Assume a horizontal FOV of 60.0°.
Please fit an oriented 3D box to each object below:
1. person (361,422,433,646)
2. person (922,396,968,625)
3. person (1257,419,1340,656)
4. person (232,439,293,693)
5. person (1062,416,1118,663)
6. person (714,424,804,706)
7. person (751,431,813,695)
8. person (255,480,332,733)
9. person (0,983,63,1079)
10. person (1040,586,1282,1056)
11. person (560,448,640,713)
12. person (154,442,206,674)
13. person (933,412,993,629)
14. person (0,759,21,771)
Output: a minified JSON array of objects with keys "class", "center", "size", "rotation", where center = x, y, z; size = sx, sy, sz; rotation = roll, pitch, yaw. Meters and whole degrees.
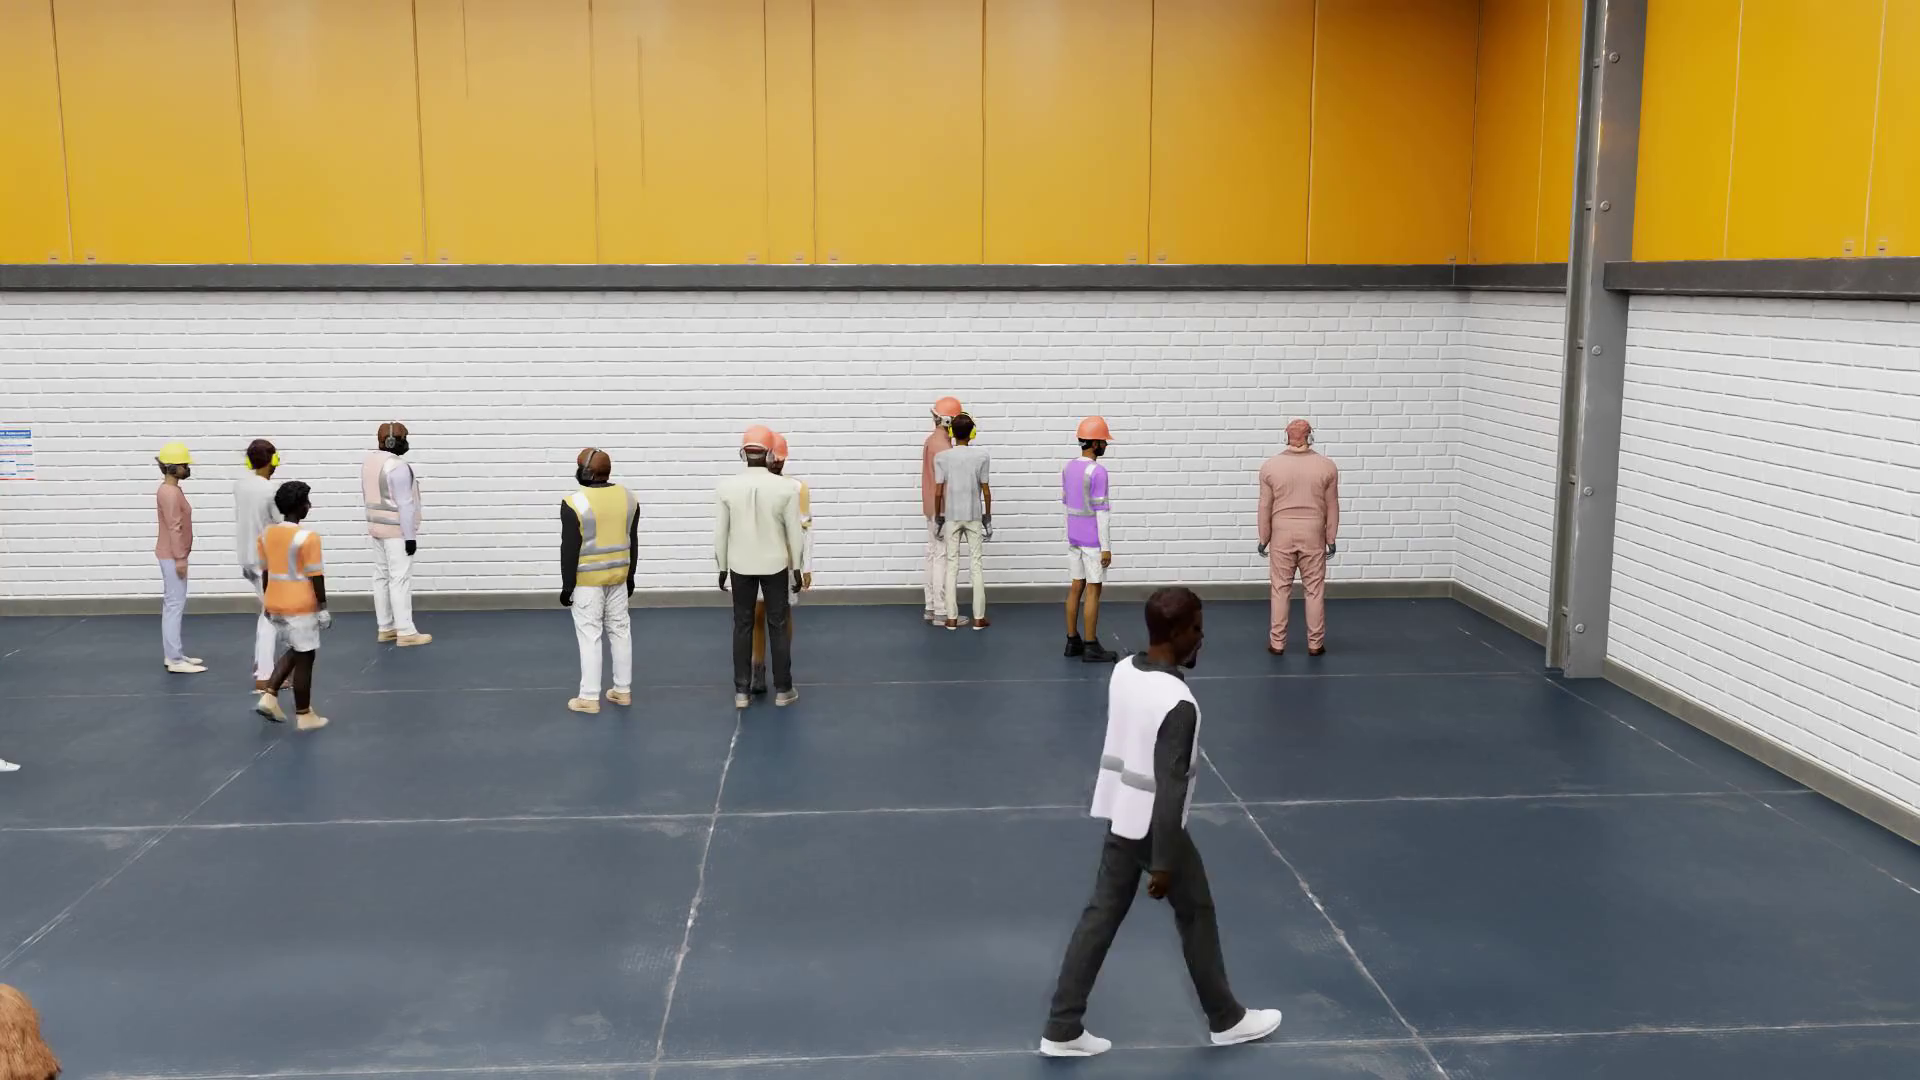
[{"class":"person","center":[-4.646,-0.052,13.681],"size":[0.624,1.841,0.430],"rotation":[9,12,43]},{"class":"person","center":[-0.131,-0.257,14.486],"size":[0.401,1.991,0.627],"rotation":[-2,9,-15]},{"class":"person","center":[2.692,-0.018,13.271],"size":[0.639,1.902,0.406],"rotation":[2,9,9]},{"class":"person","center":[-5.119,0.182,12.198],"size":[0.589,1.840,0.458],"rotation":[5,10,28]},{"class":"person","center":[1.030,-0.008,13.086],"size":[0.357,1.936,0.551],"rotation":[-5,10,-29]},{"class":"person","center":[-1.408,0.181,11.729],"size":[0.622,1.990,0.402],"rotation":[0,9,1]},{"class":"person","center":[-1.349,0.177,12.006],"size":[0.567,1.905,0.821],"rotation":[-1,9,-5]},{"class":"person","center":[-4.413,0.450,11.001],"size":[0.545,1.689,0.392],"rotation":[6,11,33]},{"class":"person","center":[-1.922,1.691,3.407],"size":[0.502,1.627,0.281],"rotation":[-7,11,-37]},{"class":"person","center":[0.758,1.091,6.422],"size":[0.997,1.868,0.609],"rotation":[-4,10,-21]},{"class":"person","center":[-2.527,0.276,11.595],"size":[0.429,1.846,0.633],"rotation":[8,12,41]},{"class":"person","center":[-5.980,0.134,12.743],"size":[0.331,1.765,0.533],"rotation":[-5,10,-27]},{"class":"person","center":[0.028,-0.158,14.258],"size":[0.517,1.869,0.328],"rotation":[1,9,5]},{"class":"person","center":[-6.187,0.653,9.997],"size":[0.771,1.607,0.513],"rotation":[-1,9,-4]}]
